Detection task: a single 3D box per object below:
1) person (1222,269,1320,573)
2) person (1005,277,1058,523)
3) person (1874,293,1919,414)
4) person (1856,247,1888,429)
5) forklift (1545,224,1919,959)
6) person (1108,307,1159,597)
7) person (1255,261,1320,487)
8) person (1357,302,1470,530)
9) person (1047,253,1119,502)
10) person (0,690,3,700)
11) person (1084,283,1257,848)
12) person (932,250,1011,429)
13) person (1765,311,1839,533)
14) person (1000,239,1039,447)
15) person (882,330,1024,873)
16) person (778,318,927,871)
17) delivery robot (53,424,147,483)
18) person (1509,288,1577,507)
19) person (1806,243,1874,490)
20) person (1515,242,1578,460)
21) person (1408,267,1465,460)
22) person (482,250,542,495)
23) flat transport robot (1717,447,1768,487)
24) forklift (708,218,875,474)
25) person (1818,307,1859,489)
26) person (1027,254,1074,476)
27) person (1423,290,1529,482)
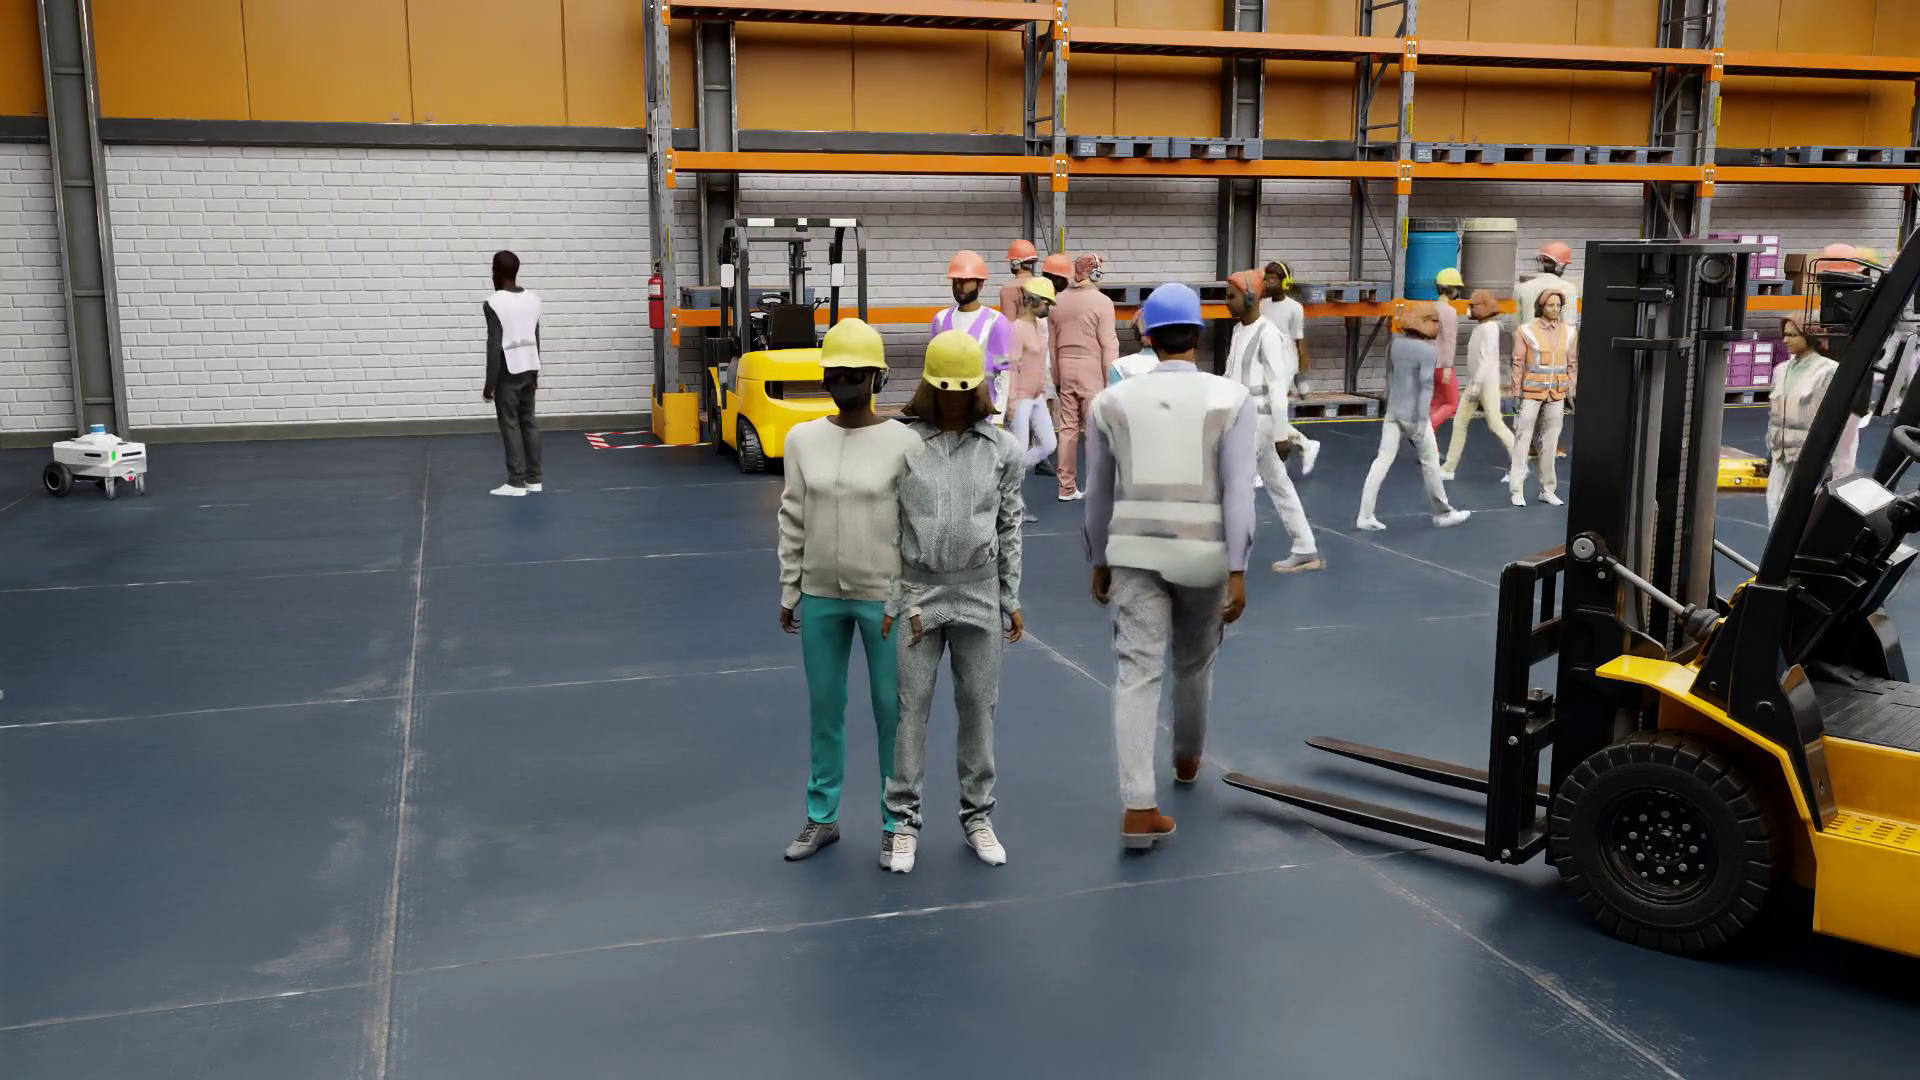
[{"bbox_3d":[1.724,-0.689,9.926,1.023,1.826,0.580,-1,10,-3],"label":"person"},{"bbox_3d":[0.481,-0.997,11.852,0.378,1.735,0.612,5,12,27],"label":"person"},{"bbox_3d":[10.760,-2.350,18.980,0.550,1.853,0.561,-3,11,-15],"label":"person"},{"bbox_3d":[9.422,-2.104,17.479,0.429,1.911,0.599,-5,11,-25],"label":"person"},{"bbox_3d":[2.909,0.117,4.508,2.313,2.155,1.214,9,14,40],"label":"forklift"},{"bbox_3d":[1.051,-0.464,9.221,0.525,1.637,0.307,-3,11,-14],"label":"person"},{"bbox_3d":[2.644,-1.350,13.544,0.759,1.839,0.521,-5,12,-26],"label":"person"},{"bbox_3d":[3.129,-0.849,11.492,0.892,1.574,0.502,-5,11,-24],"label":"person"},{"bbox_3d":[0.966,-1.213,12.608,0.409,1.903,0.638,-10,14,-44],"label":"person"},{"bbox_3d":[-4.410,-0.175,7.141,0.592,1.825,0.403,9,14,41],"label":"person"},{"bbox_3d":[0.716,0.056,5.748,0.626,1.866,1.048,3,11,16],"label":"person"},{"bbox_3d":[0.039,-0.789,10.169,0.545,1.942,0.350,5,12,27],"label":"person"},{"bbox_3d":[4.597,-0.431,9.065,0.422,1.621,0.536,-2,11,-12],"label":"person"},{"bbox_3d":[0.565,-1.700,15.009,0.376,1.997,0.612,10,14,43],"label":"person"},{"bbox_3d":[-0.029,0.201,5.309,0.484,1.735,0.309,-2,11,-10],"label":"person"},{"bbox_3d":[-0.340,0.179,5.339,0.525,1.772,0.309,3,11,17],"label":"person"},{"bbox_3d":[-6.732,-0.662,13.019,0.707,0.478,0.477,5,11,23],"label":"delivery robot"},{"bbox_3d":[4.388,-1.071,12.543,0.510,1.642,0.308,-1,10,-8],"label":"person"},{"bbox_3d":[5.297,-0.816,10.213,0.548,1.975,0.651,5,11,25],"label":"person"},{"bbox_3d":[5.312,-1.704,15.093,0.505,1.970,0.636,-9,14,-42],"label":"person"},{"bbox_3d":[4.295,-1.562,14.942,0.418,1.755,0.522,-2,10,-9],"label":"person"},{"bbox_3d":[-3.501,-1.307,13.078,0.378,1.919,0.594,4,11,23],"label":"person"},{"bbox_3d":[6.260,-0.639,13.932,0.652,0.197,1.431,1,10,5],"label":"flat transport robot"},{"bbox_3d":[-1.522,-1.778,14.899,1.214,2.155,2.313,-3,11,-17],"label":"forklift"},{"bbox_3d":[6.946,-1.337,13.215,0.645,1.920,0.497,-7,12,-34],"label":"person"},{"bbox_3d":[0.723,-1.511,14.329,0.554,1.888,0.754,2,11,12],"label":"person"},{"bbox_3d":[4.341,-1.266,13.740,0.836,1.596,0.509,0,10,-2],"label":"person"}]
